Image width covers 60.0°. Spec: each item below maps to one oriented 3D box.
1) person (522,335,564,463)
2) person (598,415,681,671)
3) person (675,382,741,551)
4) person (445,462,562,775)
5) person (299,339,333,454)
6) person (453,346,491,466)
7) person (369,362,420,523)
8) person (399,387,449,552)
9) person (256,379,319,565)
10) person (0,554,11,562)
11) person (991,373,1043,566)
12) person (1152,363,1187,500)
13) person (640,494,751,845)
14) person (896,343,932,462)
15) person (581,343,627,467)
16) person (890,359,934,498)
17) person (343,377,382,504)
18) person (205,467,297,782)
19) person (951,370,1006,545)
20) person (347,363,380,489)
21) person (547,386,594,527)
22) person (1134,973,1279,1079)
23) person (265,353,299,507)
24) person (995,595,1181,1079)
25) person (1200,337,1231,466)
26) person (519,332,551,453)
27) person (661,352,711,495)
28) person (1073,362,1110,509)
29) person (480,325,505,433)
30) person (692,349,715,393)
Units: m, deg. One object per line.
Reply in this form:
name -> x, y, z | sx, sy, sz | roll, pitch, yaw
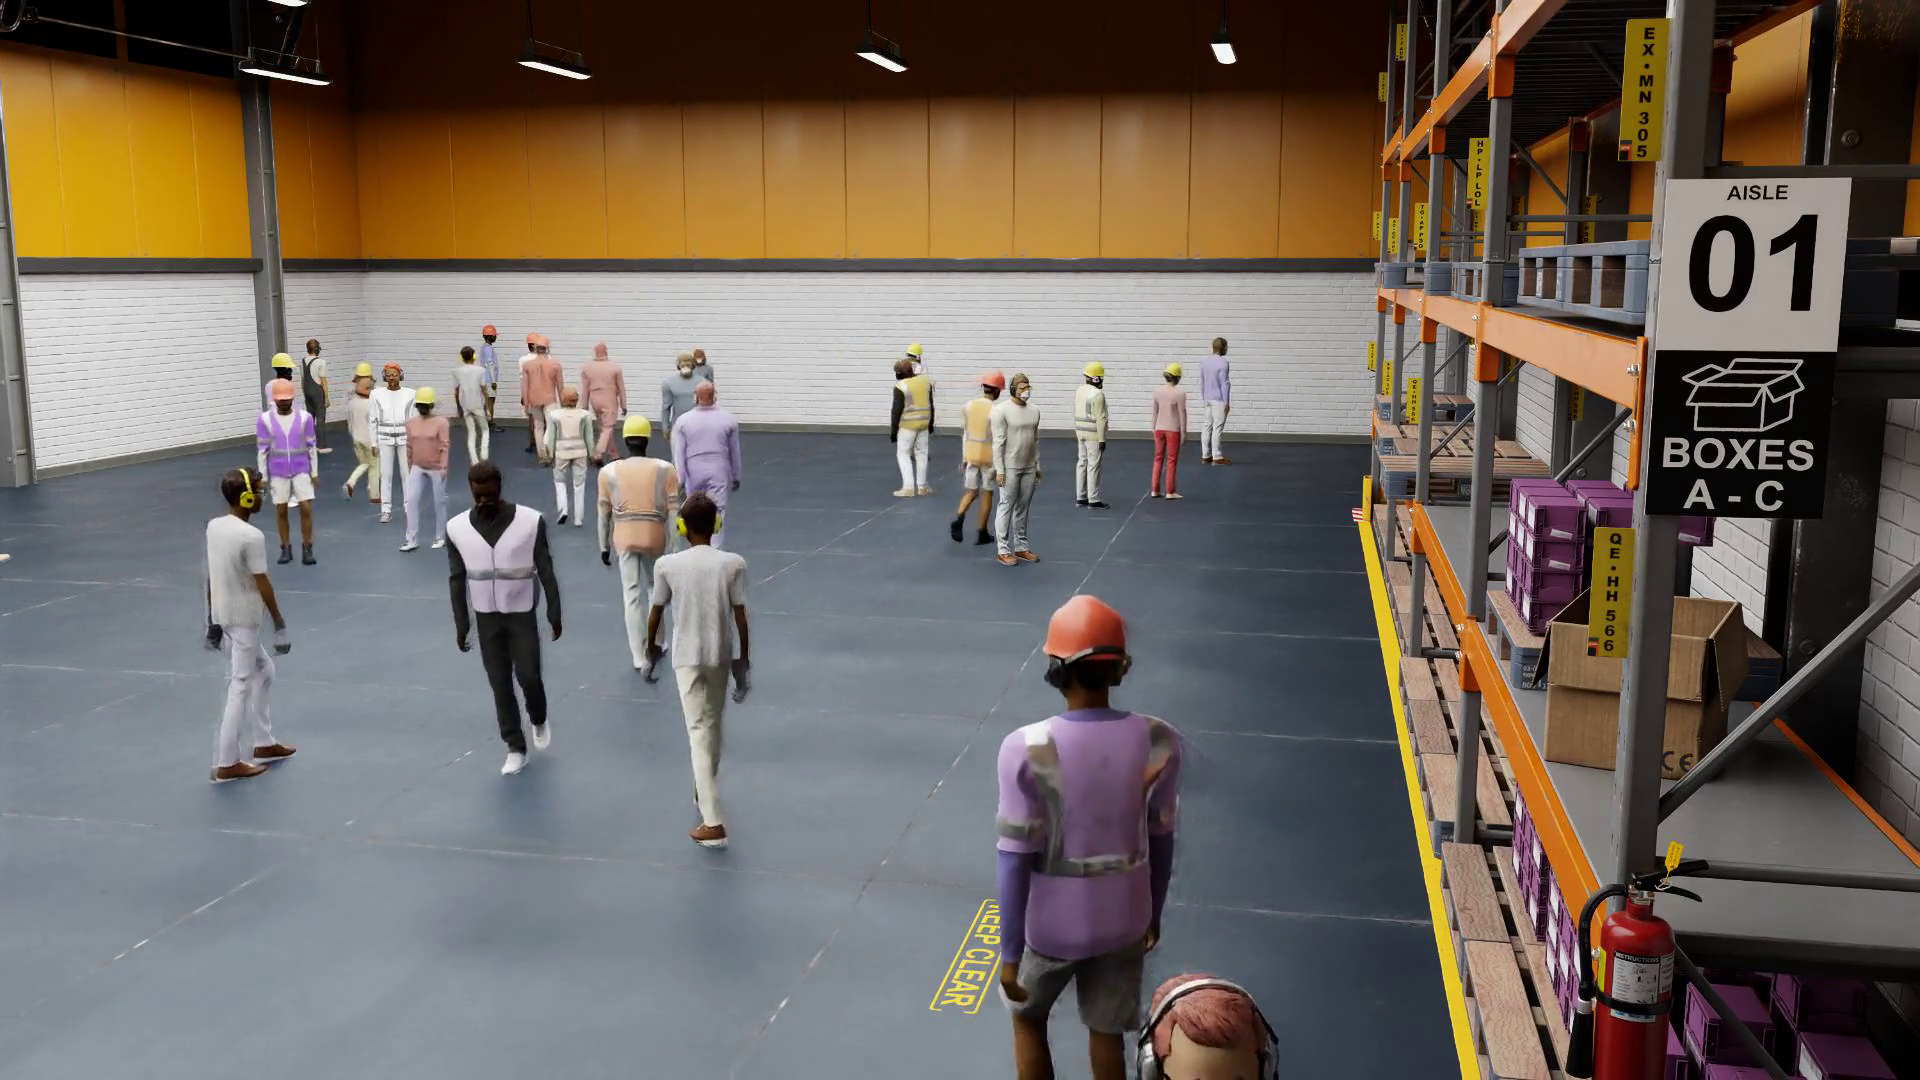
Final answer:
person -> -6.309, -2.104, 25.139 | 0.621, 1.962, 0.868 | -1, 9, -4
person -> -2.424, -0.002, 12.630 | 0.621, 1.896, 0.808 | -1, 10, -8
person -> -2.533, -0.655, 16.726 | 0.661, 1.847, 1.014 | -2, 10, -12
person -> -2.716, 0.450, 9.959 | 0.648, 1.884, 0.545 | 0, 9, -3
person -> -10.342, -2.297, 26.683 | 0.501, 1.839, 0.341 | 4, 10, 24
person -> -7.112, -1.914, 24.343 | 0.547, 1.837, 0.548 | 0, 9, 1
person -> -6.644, -1.144, 19.583 | 0.572, 1.883, 0.353 | -3, 10, -17
person -> -5.647, -0.731, 17.532 | 0.533, 1.740, 0.762 | 1, 10, 8
person -> -6.767, -0.674, 16.767 | 0.574, 1.907, 0.614 | -4, 10, -24
person -> -9.996, -0.779, 16.891 | 0.607, 2.048, 0.370 | 8, 13, 42
person -> 0.590, -0.720, 16.857 | 0.627, 1.940, 0.372 | -9, 13, -42
person -> 2.706, -1.400, 21.489 | 0.527, 1.768, 0.325 | 9, 13, 43
person -> -1.413, 0.662, 8.930 | 0.545, 1.804, 1.002 | -3, 10, -17
person -> -0.690, -2.100, 25.489 | 0.587, 1.835, 0.404 | 6, 11, 34
person -> -5.371, -2.040, 25.077 | 0.646, 1.855, 0.958 | 3, 10, 17
person -> -0.620, -1.461, 21.752 | 0.691, 1.808, 0.432 | -8, 13, -41
person -> -7.497, -1.235, 20.918 | 0.512, 1.614, 0.503 | 6, 11, 32
person -> -4.182, 0.485, 9.884 | 0.553, 1.842, 0.723 | 7, 12, 38
person -> 0.214, -0.864, 17.814 | 0.586, 1.908, 0.624 | 6, 11, 34
person -> -8.040, -1.561, 22.601 | 0.524, 1.712, 0.538 | 0, 9, -2
person -> -4.490, -0.954, 19.216 | 0.532, 1.629, 0.380 | -3, 10, -16
person -> 0.376, 1.621, 2.962 | 0.649, 1.883, 0.699 | -2, 10, -10
person -> -8.464, -1.379, 20.859 | 0.370, 1.929, 0.585 | 0, 9, -1
person -> 0.369, 1.167, 5.241 | 0.624, 2.018, 0.676 | -3, 10, -17
person -> 3.871, -2.094, 25.138 | 0.354, 1.936, 0.635 | -5, 10, -26
person -> -6.828, -2.365, 26.772 | 0.544, 1.939, 0.355 | -7, 12, -35
person -> -3.479, -1.439, 21.243 | 0.652, 1.923, 0.696 | -2, 10, -11
person -> 1.645, -1.299, 20.665 | 0.403, 1.830, 0.599 | -5, 11, -27
person -> -8.474, -2.909, 30.048 | 0.354, 1.939, 0.544 | -5, 11, -28
person -> -4.492, -2.524, 28.739 | 0.518, 1.595, 0.700 | -1, 9, -5
